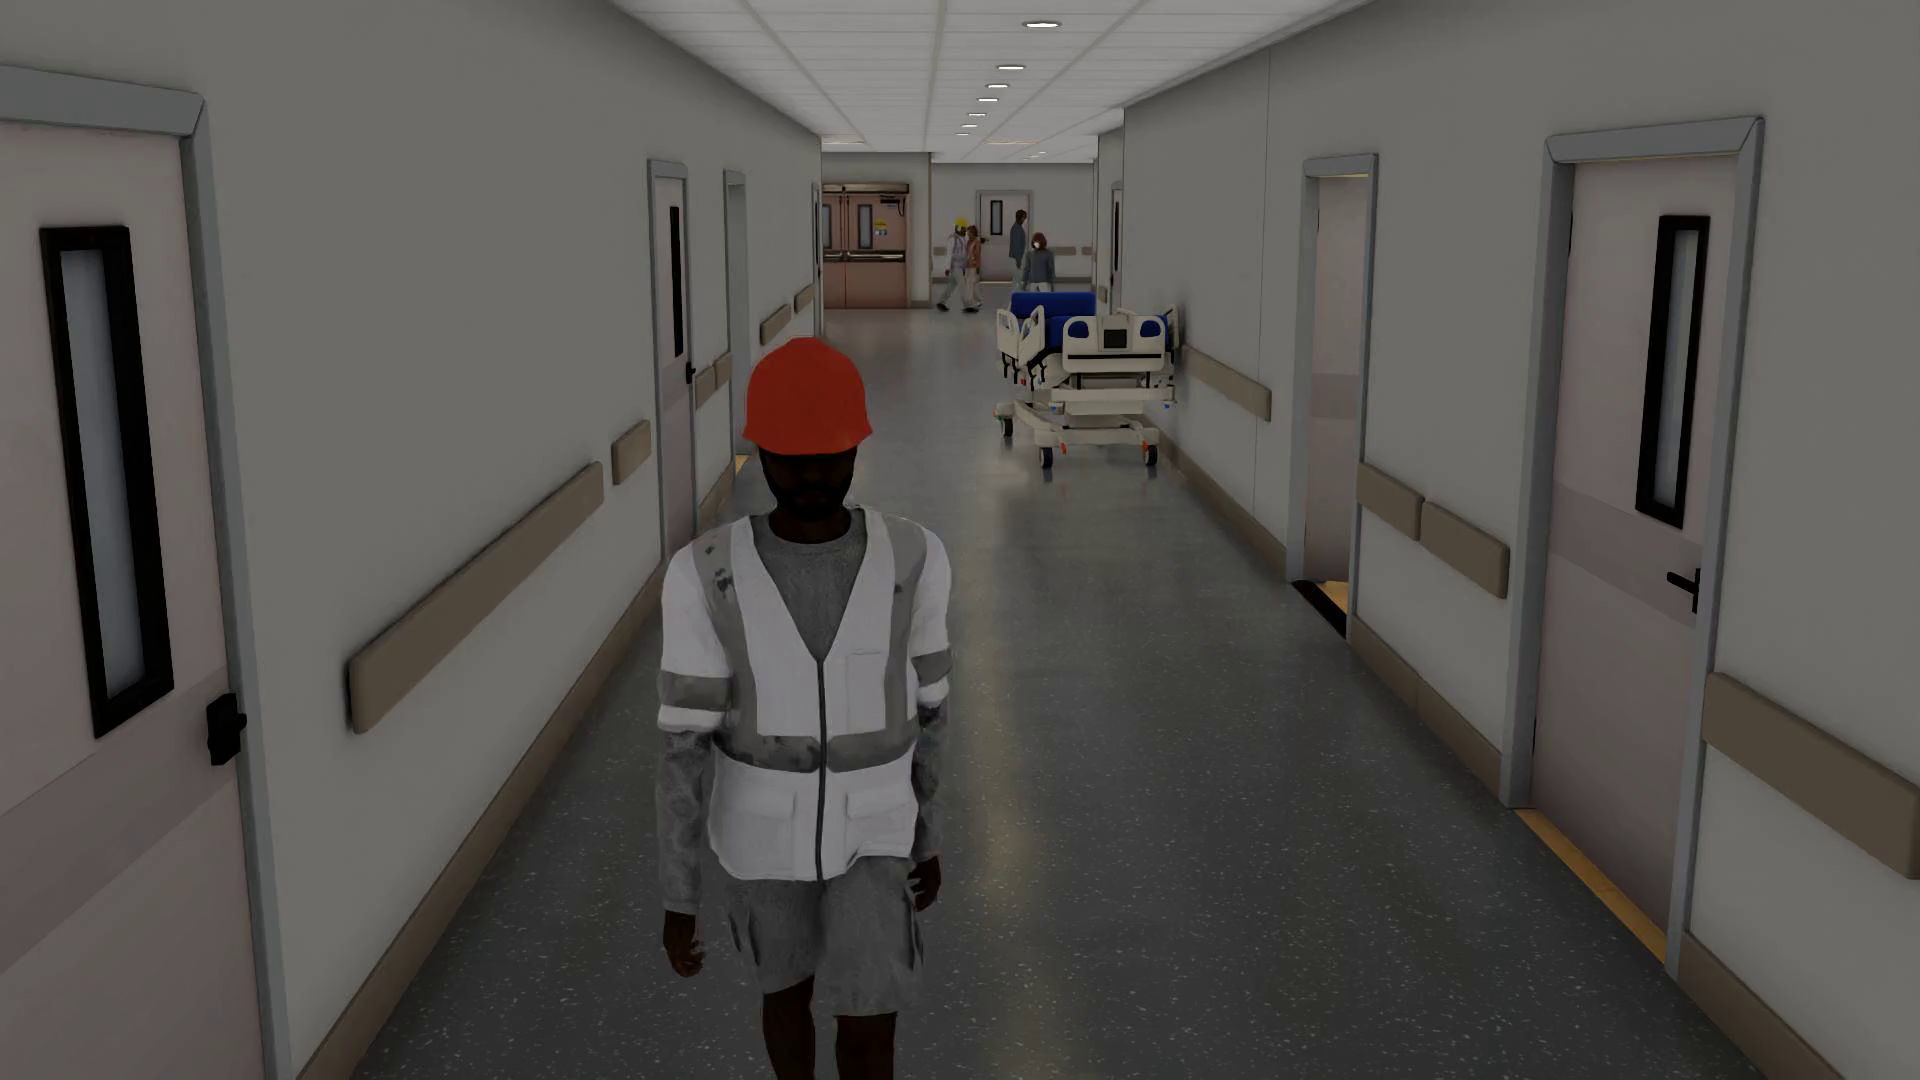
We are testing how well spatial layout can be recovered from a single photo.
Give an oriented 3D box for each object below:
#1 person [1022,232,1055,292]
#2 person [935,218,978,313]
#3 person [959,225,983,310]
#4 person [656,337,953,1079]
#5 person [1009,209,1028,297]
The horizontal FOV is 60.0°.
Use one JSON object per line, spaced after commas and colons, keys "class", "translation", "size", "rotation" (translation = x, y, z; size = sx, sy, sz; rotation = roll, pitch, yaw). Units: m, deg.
{"class": "person", "translation": [1.242, -4.012, 26.104], "size": [0.505, 1.613, 0.393], "rotation": [7, 14, 31]}
{"class": "person", "translation": [-0.086, -5.192, 31.462], "size": [0.926, 1.780, 0.609], "rotation": [5, 12, 21]}
{"class": "person", "translation": [0.218, -5.254, 32.113], "size": [0.511, 1.622, 0.550], "rotation": [-6, 13, -25]}
{"class": "person", "translation": [-0.277, 0.572, 3.096], "size": [0.564, 1.877, 1.011], "rotation": [-2, 12, -9]}
{"class": "person", "translation": [1.147, -5.523, 32.694], "size": [0.381, 1.928, 0.635], "rotation": [1, 12, 3]}
